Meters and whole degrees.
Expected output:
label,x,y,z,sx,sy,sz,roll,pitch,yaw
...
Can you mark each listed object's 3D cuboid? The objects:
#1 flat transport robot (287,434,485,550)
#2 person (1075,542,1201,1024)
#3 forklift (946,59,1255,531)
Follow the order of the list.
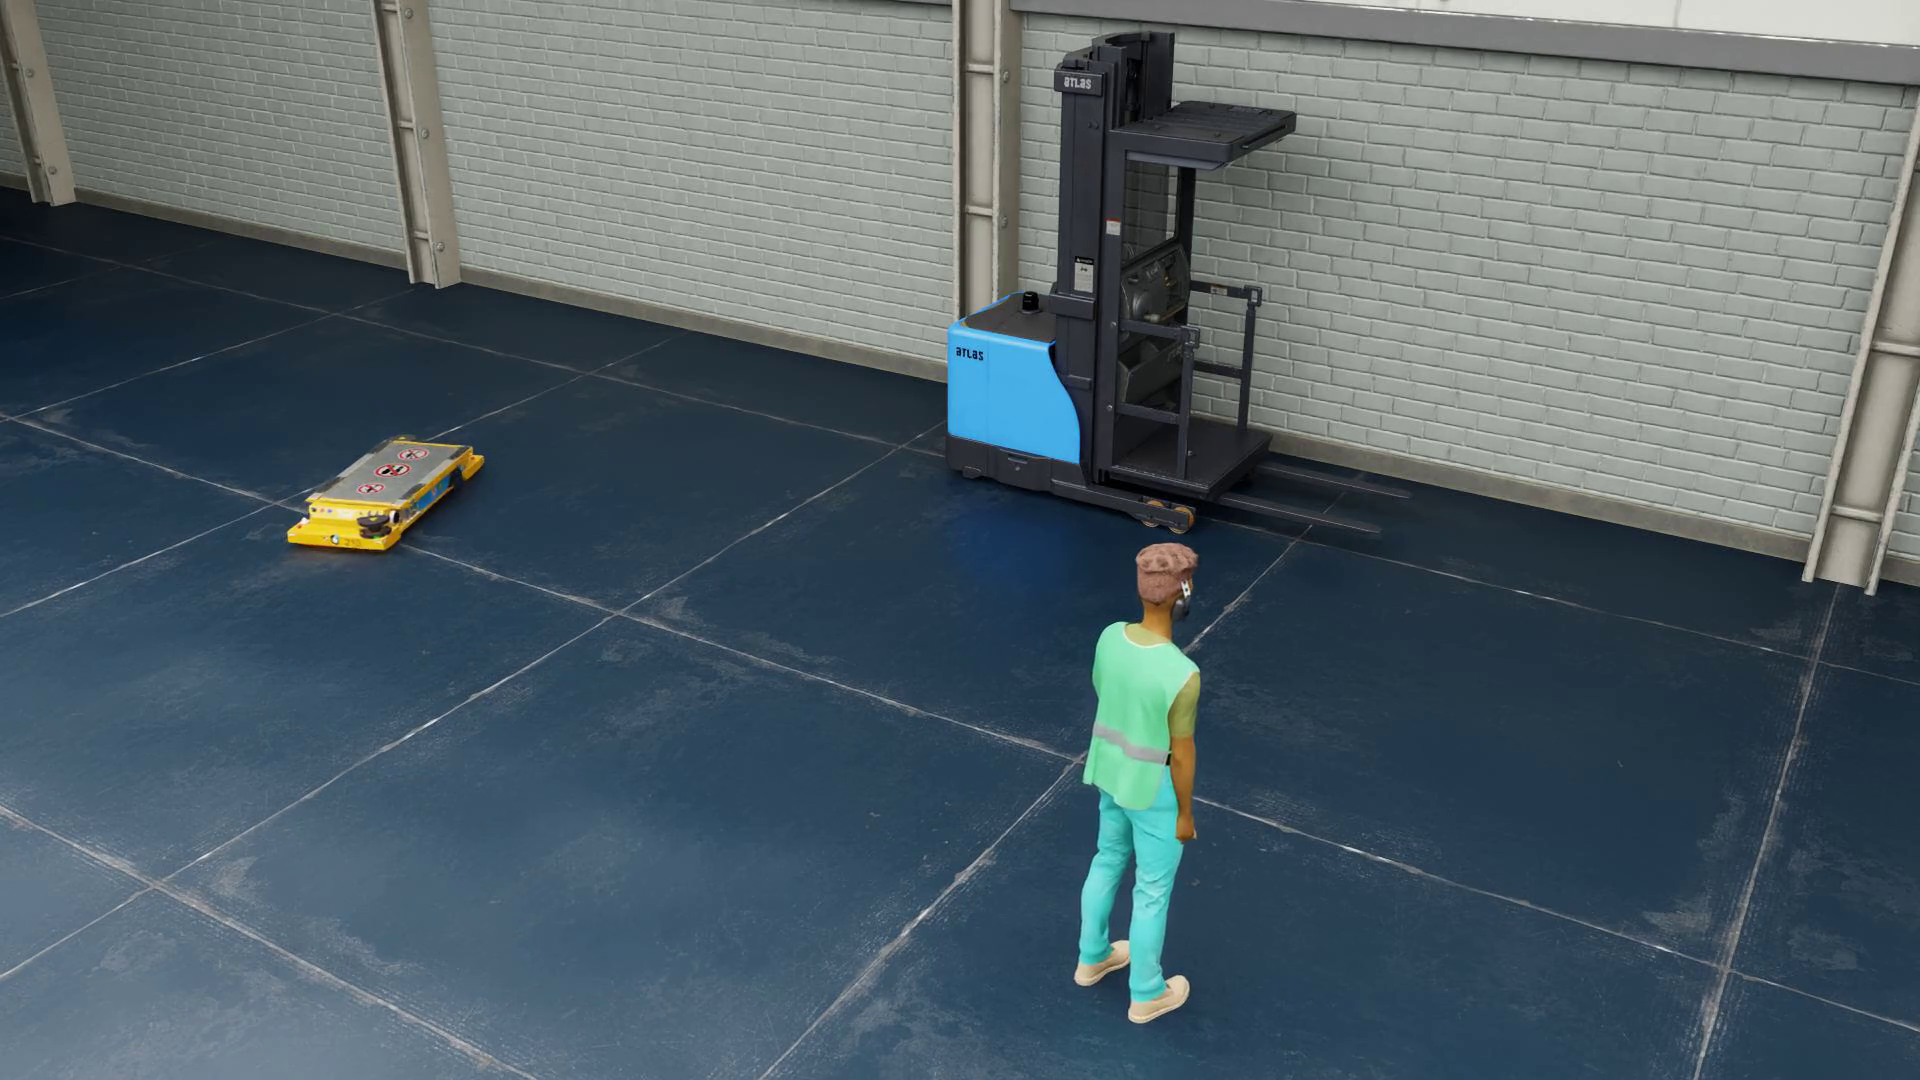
label,x,y,z,sx,sy,sz,roll,pitch,yaw
flat transport robot,-3.752,-0.326,10.949,0.659,0.231,1.431,5,26,9
person,0.683,0.930,6.309,0.398,1.970,0.479,-18,31,-33
forklift,0.933,-1.707,10.833,1.873,2.768,1.129,15,29,28
